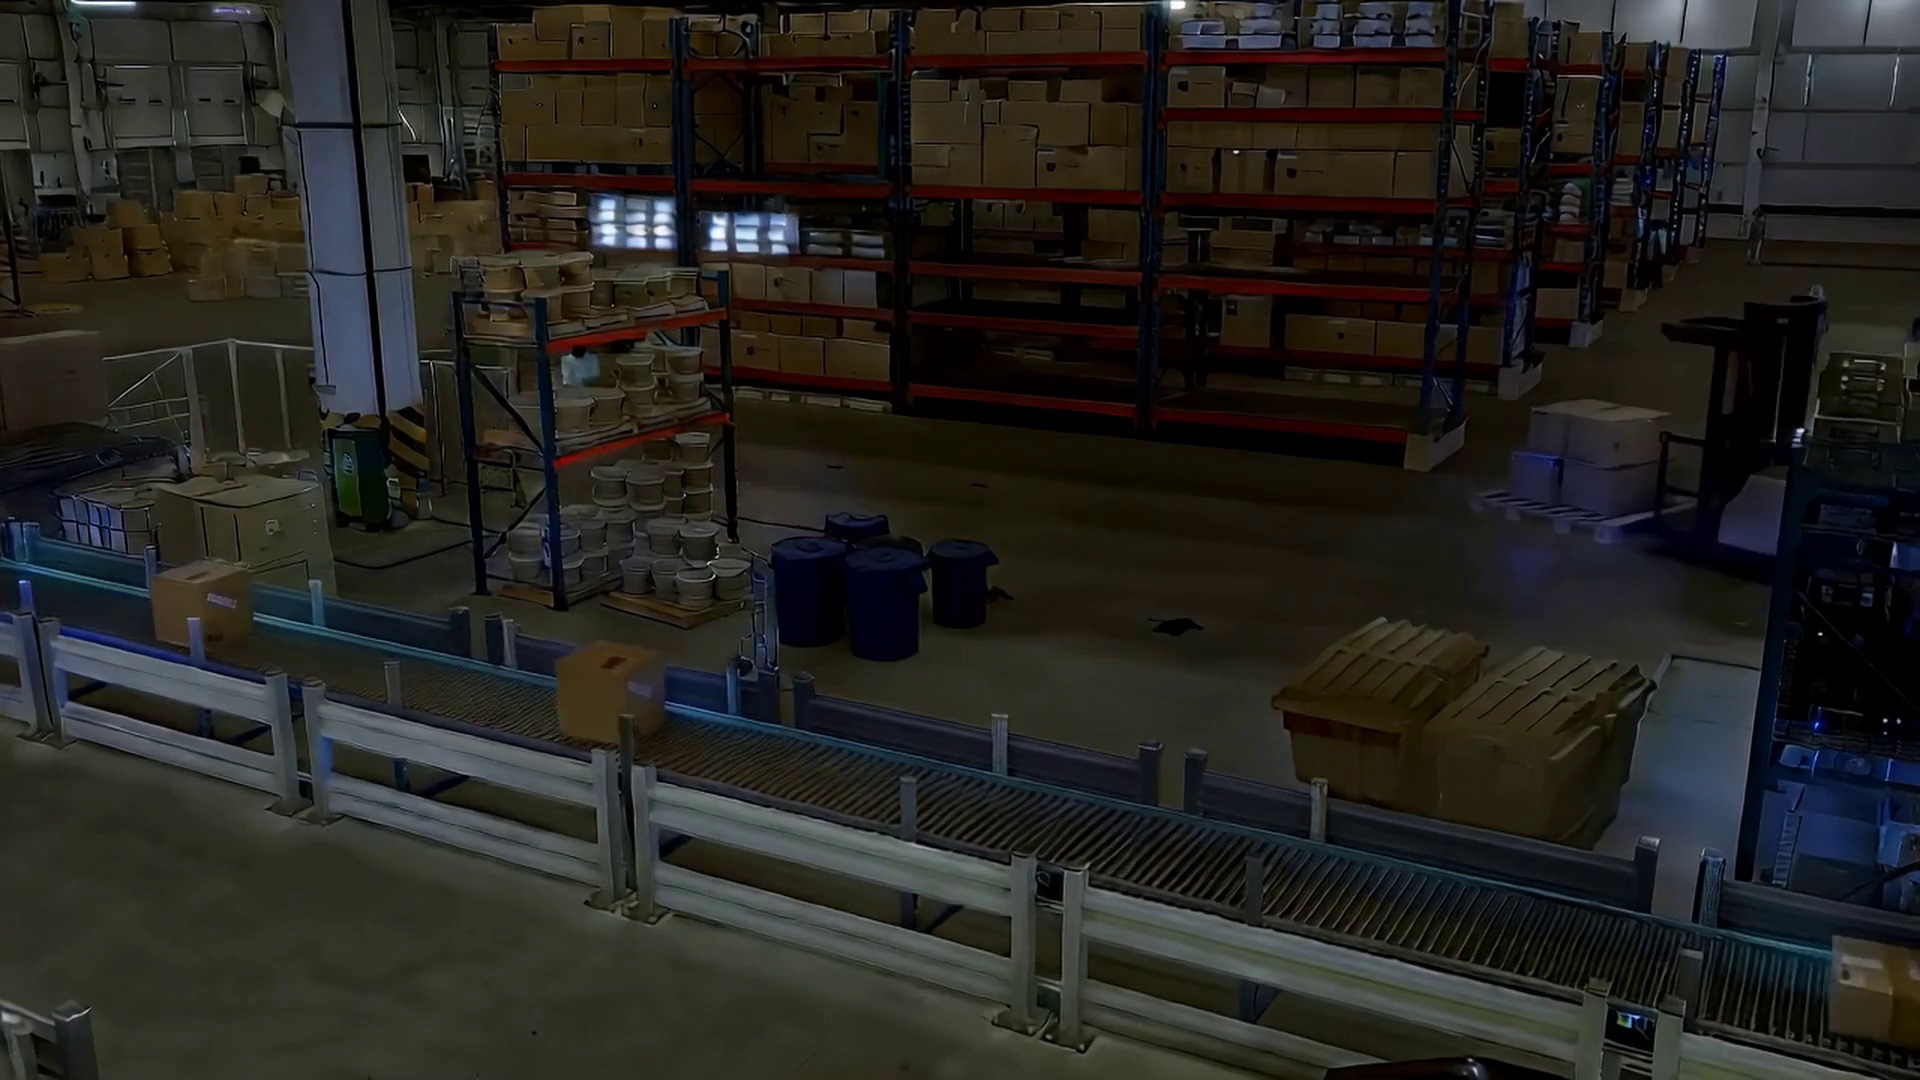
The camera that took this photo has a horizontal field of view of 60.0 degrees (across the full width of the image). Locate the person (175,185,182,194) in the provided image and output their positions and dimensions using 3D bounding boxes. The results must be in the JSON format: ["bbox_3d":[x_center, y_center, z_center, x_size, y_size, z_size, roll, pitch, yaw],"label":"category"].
[{"bbox_3d":[-27.896,-11.810,59.564,0.420,1.803,0.706,1,15,4],"label":"person"}]

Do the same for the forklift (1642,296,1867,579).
[{"bbox_3d":[8.376,-1.092,17.207,1.129,2.768,1.873,-10,18,-32],"label":"forklift"}]

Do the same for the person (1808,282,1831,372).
[{"bbox_3d":[15.328,-3.820,29.907,0.521,1.597,0.777,7,16,24],"label":"person"}]

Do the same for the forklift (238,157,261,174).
[{"bbox_3d":[-24.311,-11.728,57.189,1.873,2.768,1.129,1,15,3],"label":"forklift"}]

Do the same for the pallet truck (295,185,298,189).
[{"bbox_3d":[-26.804,-14.617,69.738,1.885,1.965,0.823,-14,20,-42],"label":"pallet truck"}]

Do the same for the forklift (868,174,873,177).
[{"bbox_3d":[-3.133,-13.788,64.933,1.129,2.768,1.873,2,15,9],"label":"forklift"}]

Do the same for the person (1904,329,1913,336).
[{"bbox_3d":[19.031,-4.594,32.589,0.778,1.727,0.561,3,15,9],"label":"person"}]

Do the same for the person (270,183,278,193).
[{"bbox_3d":[-24.162,-11.616,58.638,0.657,1.892,0.917,-2,15,-7],"label":"person"}]

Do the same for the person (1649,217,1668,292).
[{"bbox_3d":[17.784,-7.237,42.252,0.375,1.875,0.687,9,17,31],"label":"person"}]

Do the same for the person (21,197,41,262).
[{"bbox_3d":[-27.865,-9.308,49.901,0.372,1.936,0.629,-13,19,-40],"label":"person"}]

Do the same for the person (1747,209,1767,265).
[{"bbox_3d":[23.512,-8.942,49.094,0.507,1.636,0.273,9,17,30],"label":"person"}]

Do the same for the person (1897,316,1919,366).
[{"bbox_3d":[13.577,-2.337,23.945,0.587,1.819,0.713,-10,18,-33],"label":"person"}]

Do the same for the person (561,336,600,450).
[{"bbox_3d":[-5.241,-2.037,23.046,0.542,1.687,0.363,-4,15,-15],"label":"person"}]
